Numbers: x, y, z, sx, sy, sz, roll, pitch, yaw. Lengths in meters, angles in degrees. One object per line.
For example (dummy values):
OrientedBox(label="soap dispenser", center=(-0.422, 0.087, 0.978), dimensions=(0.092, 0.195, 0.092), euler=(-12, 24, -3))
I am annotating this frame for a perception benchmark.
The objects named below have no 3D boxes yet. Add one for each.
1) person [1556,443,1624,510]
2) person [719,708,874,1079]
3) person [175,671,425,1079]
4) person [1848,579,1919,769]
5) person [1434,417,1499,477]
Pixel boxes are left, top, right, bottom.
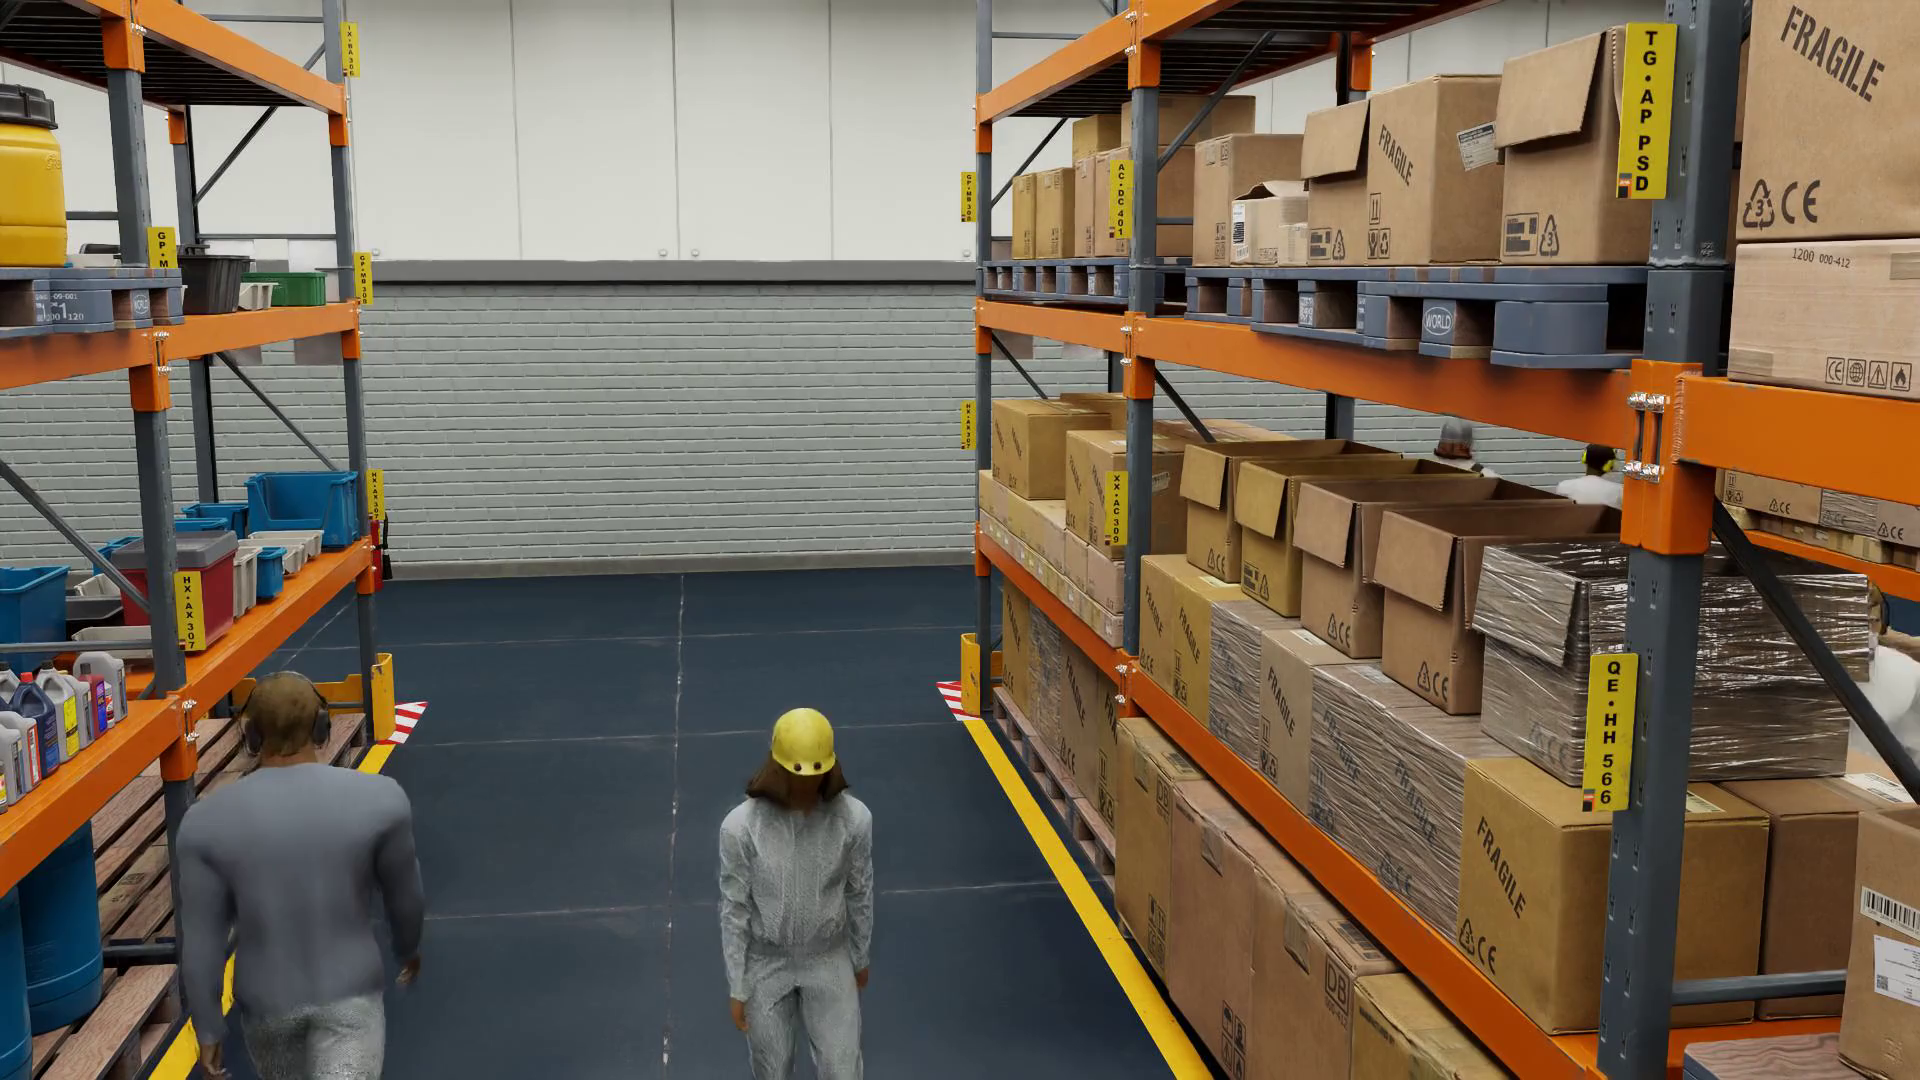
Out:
OrientedBox(label="person", center=(4.504, 0.189, 11.958), dimensions=(0.506, 1.840, 0.488), euler=(3, 10, 17))
OrientedBox(label="person", center=(-0.502, 1.348, 5.193), dimensions=(0.491, 1.721, 0.529), euler=(-2, 9, -11))
OrientedBox(label="person", center=(-1.907, 1.306, 4.910), dimensions=(0.630, 1.880, 1.046), euler=(-2, 9, -13))
OrientedBox(label="person", center=(3.286, 1.092, 6.179), dimensions=(0.648, 1.897, 0.934), euler=(1, 9, 7))
OrientedBox(label="person", center=(3.522, 0.098, 11.889), dimensions=(0.685, 2.000, 0.848), euler=(1, 9, 6))
